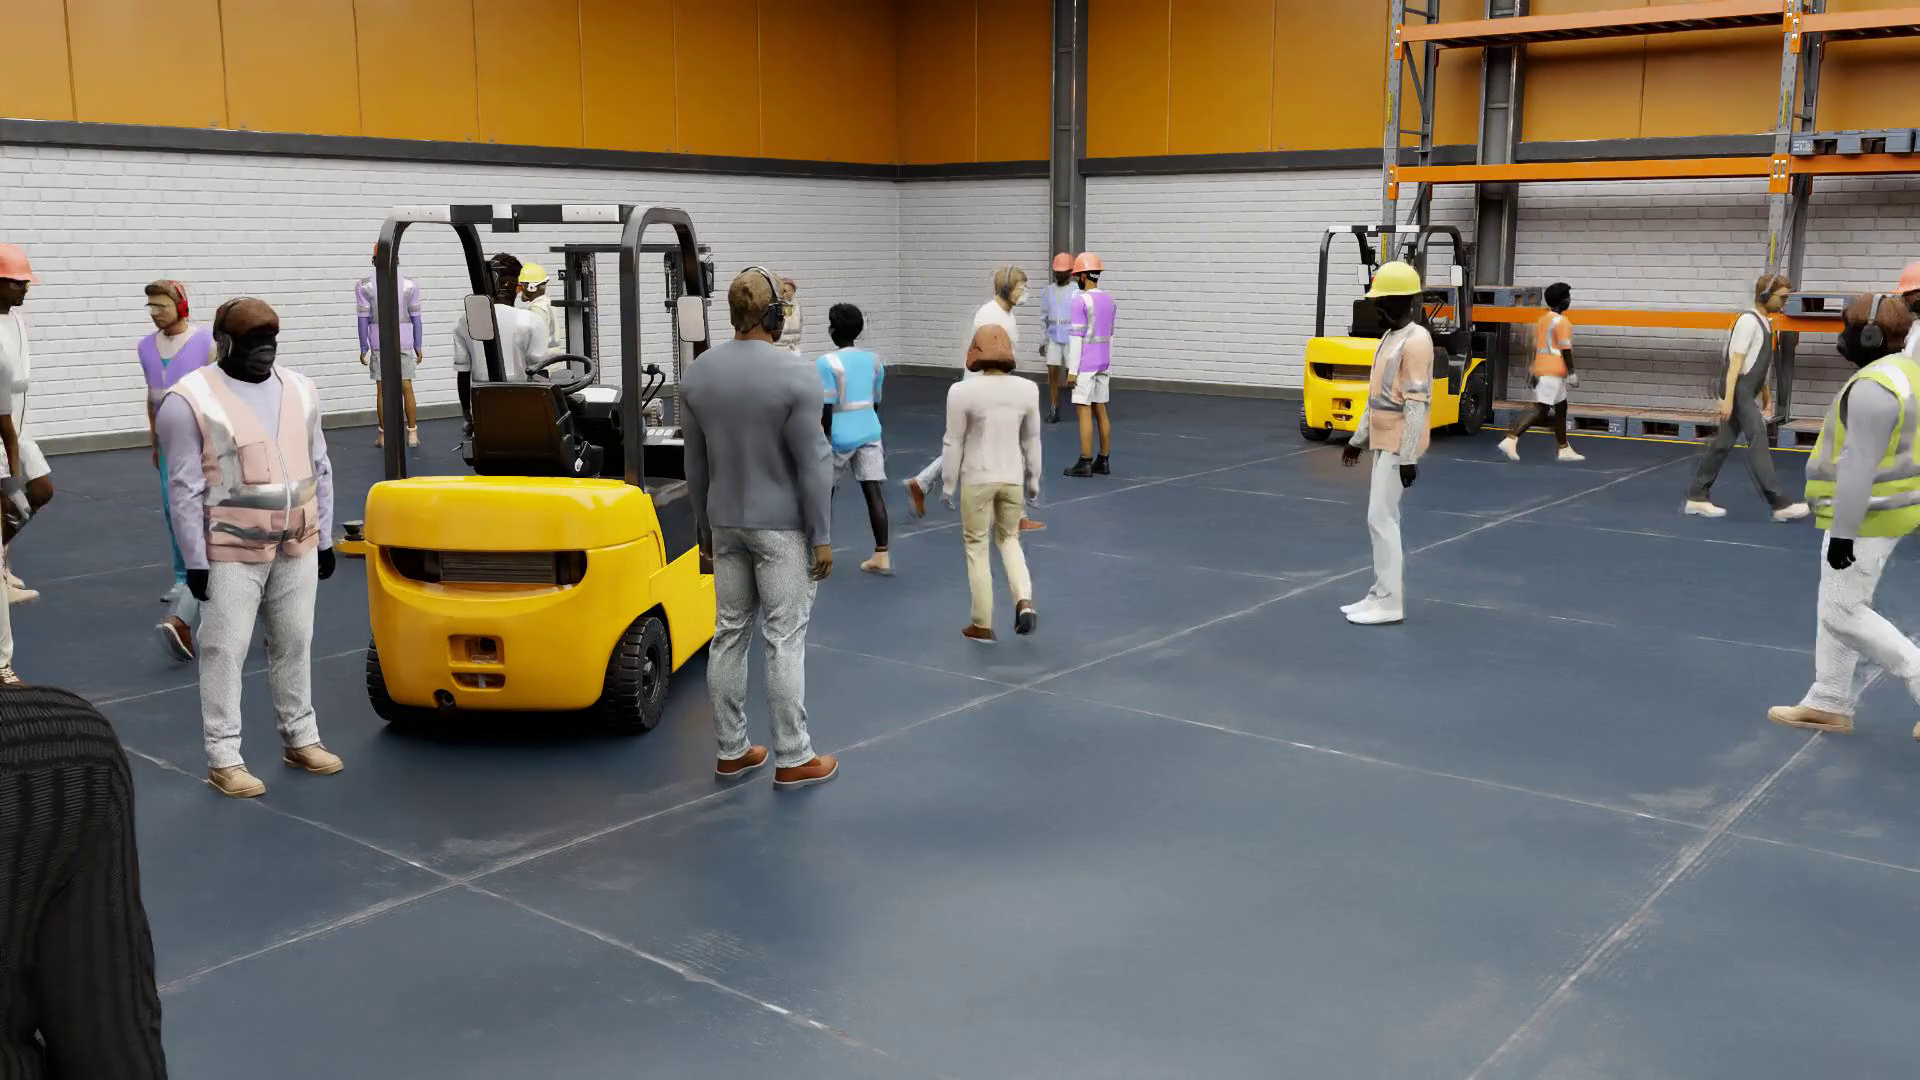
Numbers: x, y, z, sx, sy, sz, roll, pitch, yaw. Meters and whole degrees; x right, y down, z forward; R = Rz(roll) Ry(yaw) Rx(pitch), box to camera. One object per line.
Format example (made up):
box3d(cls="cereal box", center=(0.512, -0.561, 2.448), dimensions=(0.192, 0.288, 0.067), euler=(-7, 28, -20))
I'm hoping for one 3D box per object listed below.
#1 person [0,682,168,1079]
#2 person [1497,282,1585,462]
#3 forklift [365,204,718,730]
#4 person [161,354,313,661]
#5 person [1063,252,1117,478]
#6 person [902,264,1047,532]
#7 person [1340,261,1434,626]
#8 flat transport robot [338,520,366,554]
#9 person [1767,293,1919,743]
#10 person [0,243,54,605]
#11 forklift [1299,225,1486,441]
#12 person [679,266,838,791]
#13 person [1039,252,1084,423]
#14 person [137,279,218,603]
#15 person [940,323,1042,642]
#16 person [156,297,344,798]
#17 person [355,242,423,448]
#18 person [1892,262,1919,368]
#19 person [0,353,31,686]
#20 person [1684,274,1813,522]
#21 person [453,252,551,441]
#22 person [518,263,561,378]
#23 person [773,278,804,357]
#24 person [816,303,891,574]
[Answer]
box3d(cls="person", center=(-1.045, 0.778, 1.540), dimensions=(0.613, 1.985, 0.402), euler=(-9, 13, -39))
box3d(cls="person", center=(5.357, -1.533, 15.248), dimensions=(0.837, 1.670, 0.522), euler=(0, 10, 1))
box3d(cls="forklift", center=(-1.766, -0.406, 7.525), dimensions=(1.214, 2.155, 2.313), euler=(1, 10, 7))
box3d(cls="person", center=(-3.547, -0.216, 8.097), dimensions=(0.496, 1.604, 0.726), euler=(4, 11, 21))
box3d(cls="person", center=(1.102, -1.506, 14.363), dimensions=(0.380, 1.930, 0.543), euler=(8, 13, 39))
box3d(cls="person", center=(0.089, -0.988, 11.657), dimensions=(0.985, 1.886, 0.656), euler=(2, 10, 10))
box3d(cls="person", center=(2.277, -0.513, 8.881), dimensions=(0.439, 1.921, 0.608), euler=(1, 10, 3))
box3d(cls="flat transport robot", center=(-3.233, -0.046, 10.857), dimensions=(1.431, 0.197, 0.652), euler=(2, 10, 10))
box3d(cls="person", center=(3.701, -0.069, 6.669), dimensions=(0.669, 1.828, 0.632), euler=(8, 13, 37))
box3d(cls="person", center=(-5.308, -0.632, 9.276), dimensions=(0.503, 2.014, 0.682), euler=(-1, 10, -6))
box3d(cls="forklift", center=(4.449, -2.115, 16.993), dimensions=(1.214, 2.155, 2.313), euler=(8, 13, 38))
box3d(cls="person", center=(-0.737, -0.034, 6.174), dimensions=(0.631, 1.940, 0.372), euler=(6, 12, 28))
box3d(cls="person", center=(1.205, -2.276, 18.691), dimensions=(0.581, 1.909, 0.703), euler=(5, 12, 27))
box3d(cls="person", center=(-4.336, -0.579, 9.515), dimensions=(0.594, 1.820, 0.623), euler=(3, 11, 17))
box3d(cls="person", center=(0.172, -0.273, 8.377), dimensions=(0.507, 1.620, 0.369), euler=(-6, 12, -29))
box3d(cls="person", center=(-2.598, 0.024, 6.165), dimensions=(0.431, 1.835, 0.624), euler=(7, 12, 35))
box3d(cls="person", center=(-5.591, -1.919, 16.328), dimensions=(0.611, 2.043, 0.375), euler=(-5, 11, -25))
box3d(cls="person", center=(6.362, -0.863, 10.887), dimensions=(0.906, 1.903, 0.552), euler=(3, 11, 14))
box3d(cls="person", center=(-4.407, -0.207, 7.354), dimensions=(0.515, 1.859, 0.333), euler=(-8, 13, -37))
box3d(cls="person", center=(5.776, -1.022, 12.057), dimensions=(0.926, 1.784, 0.561), euler=(6, 12, 32))
box3d(cls="person", center=(-2.777, -0.772, 10.204), dimensions=(0.600, 1.959, 0.376), euler=(1, 10, 7))
box3d(cls="person", center=(-3.762, -1.542, 14.820), dimensions=(0.404, 1.830, 0.602), euler=(-1, 10, -8))
box3d(cls="person", center=(-1.975, -2.176, 18.959), dimensions=(0.534, 1.603, 0.770), euler=(-8, 13, -39))
box3d(cls="person", center=(-0.715, -0.631, 10.261), dimensions=(0.545, 1.642, 0.884), euler=(-10, 14, -43))
